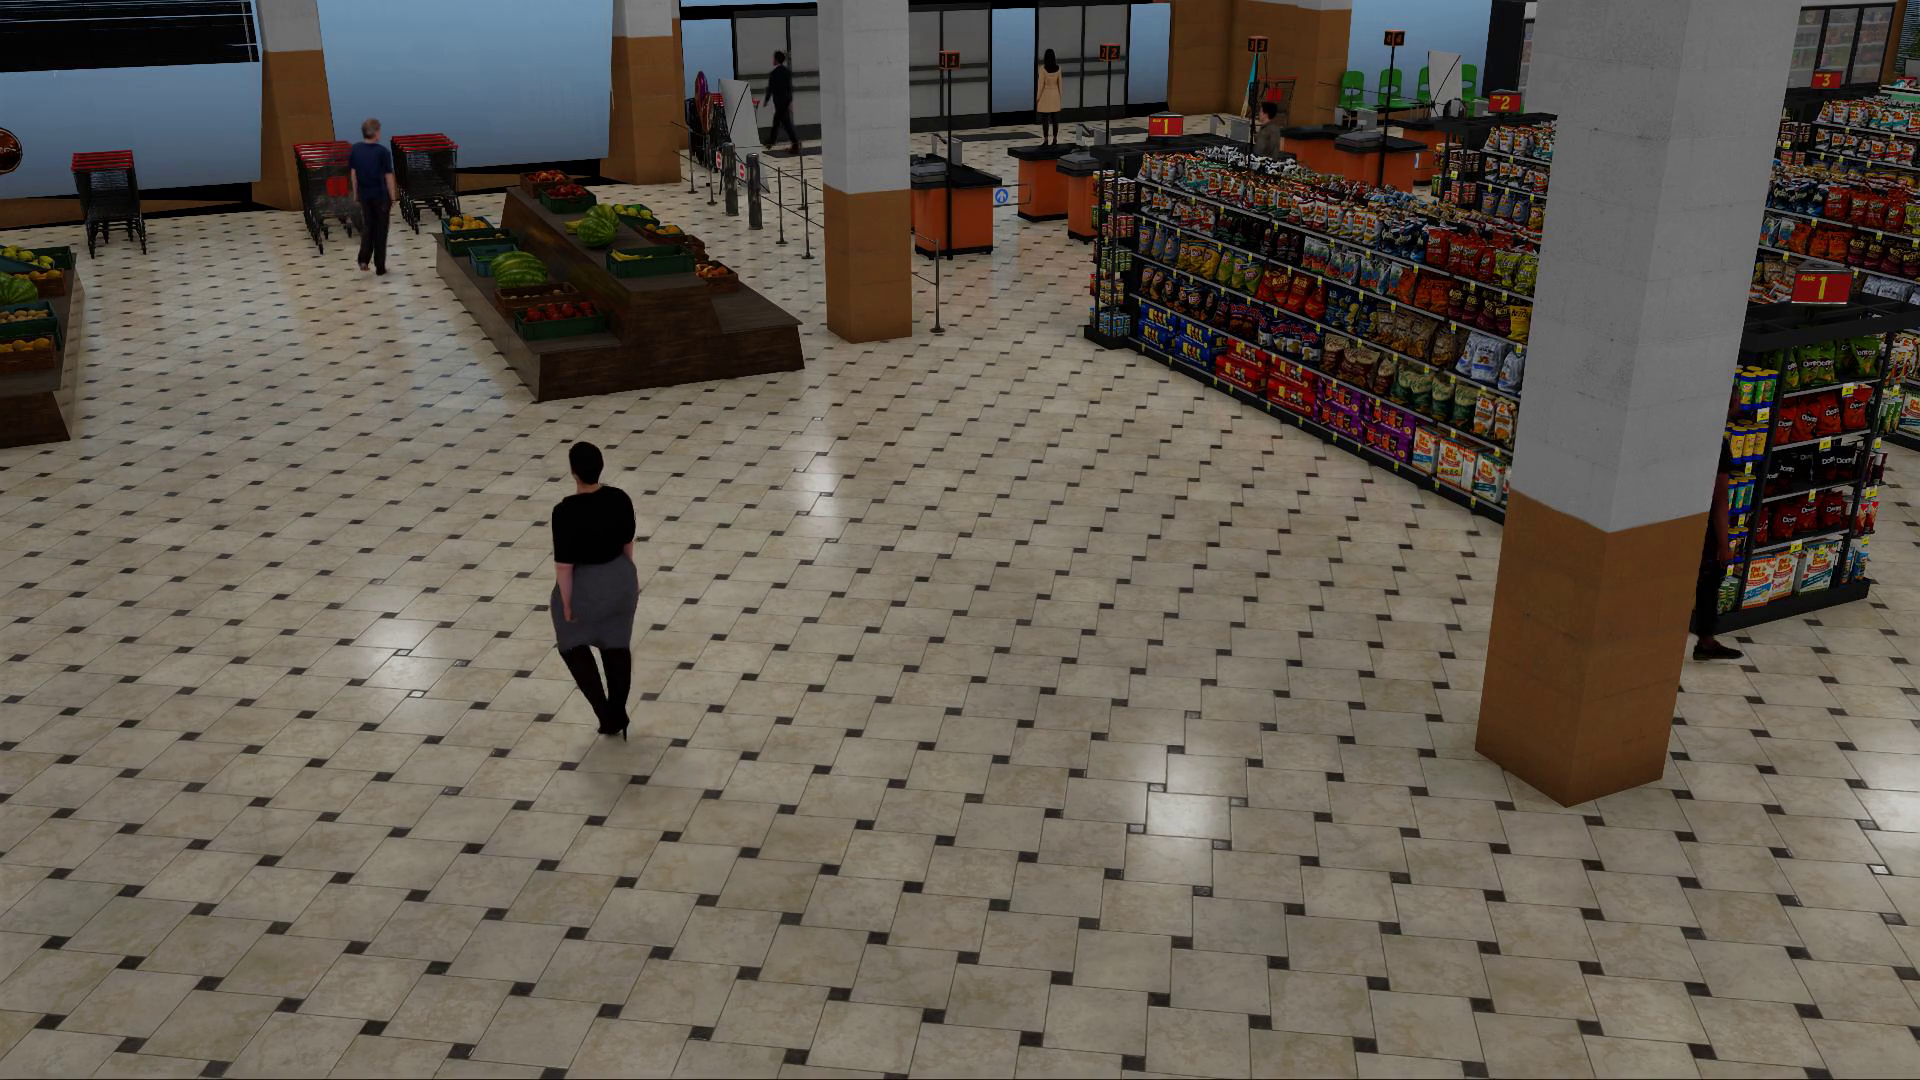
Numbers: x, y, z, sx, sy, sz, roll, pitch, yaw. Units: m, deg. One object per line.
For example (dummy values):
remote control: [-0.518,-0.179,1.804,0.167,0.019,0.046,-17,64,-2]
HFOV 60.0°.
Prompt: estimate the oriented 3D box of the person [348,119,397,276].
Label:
person: [-7.011,-4.052,19.846,0.832,1.846,0.872,0,22,1]

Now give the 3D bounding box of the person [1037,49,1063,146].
person: [1.582,-7.847,29.513,0.643,1.680,0.506,-10,24,-23]

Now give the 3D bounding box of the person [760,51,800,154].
person: [-3.004,-7.497,28.643,1.184,1.678,1.069,10,24,24]

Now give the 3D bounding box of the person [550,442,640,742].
person: [-1.931,0.331,9.070,0.722,1.746,0.735,-16,27,-35]

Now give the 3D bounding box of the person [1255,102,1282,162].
person: [3.963,-4.683,21.388,0.805,1.866,0.801,13,25,29]
